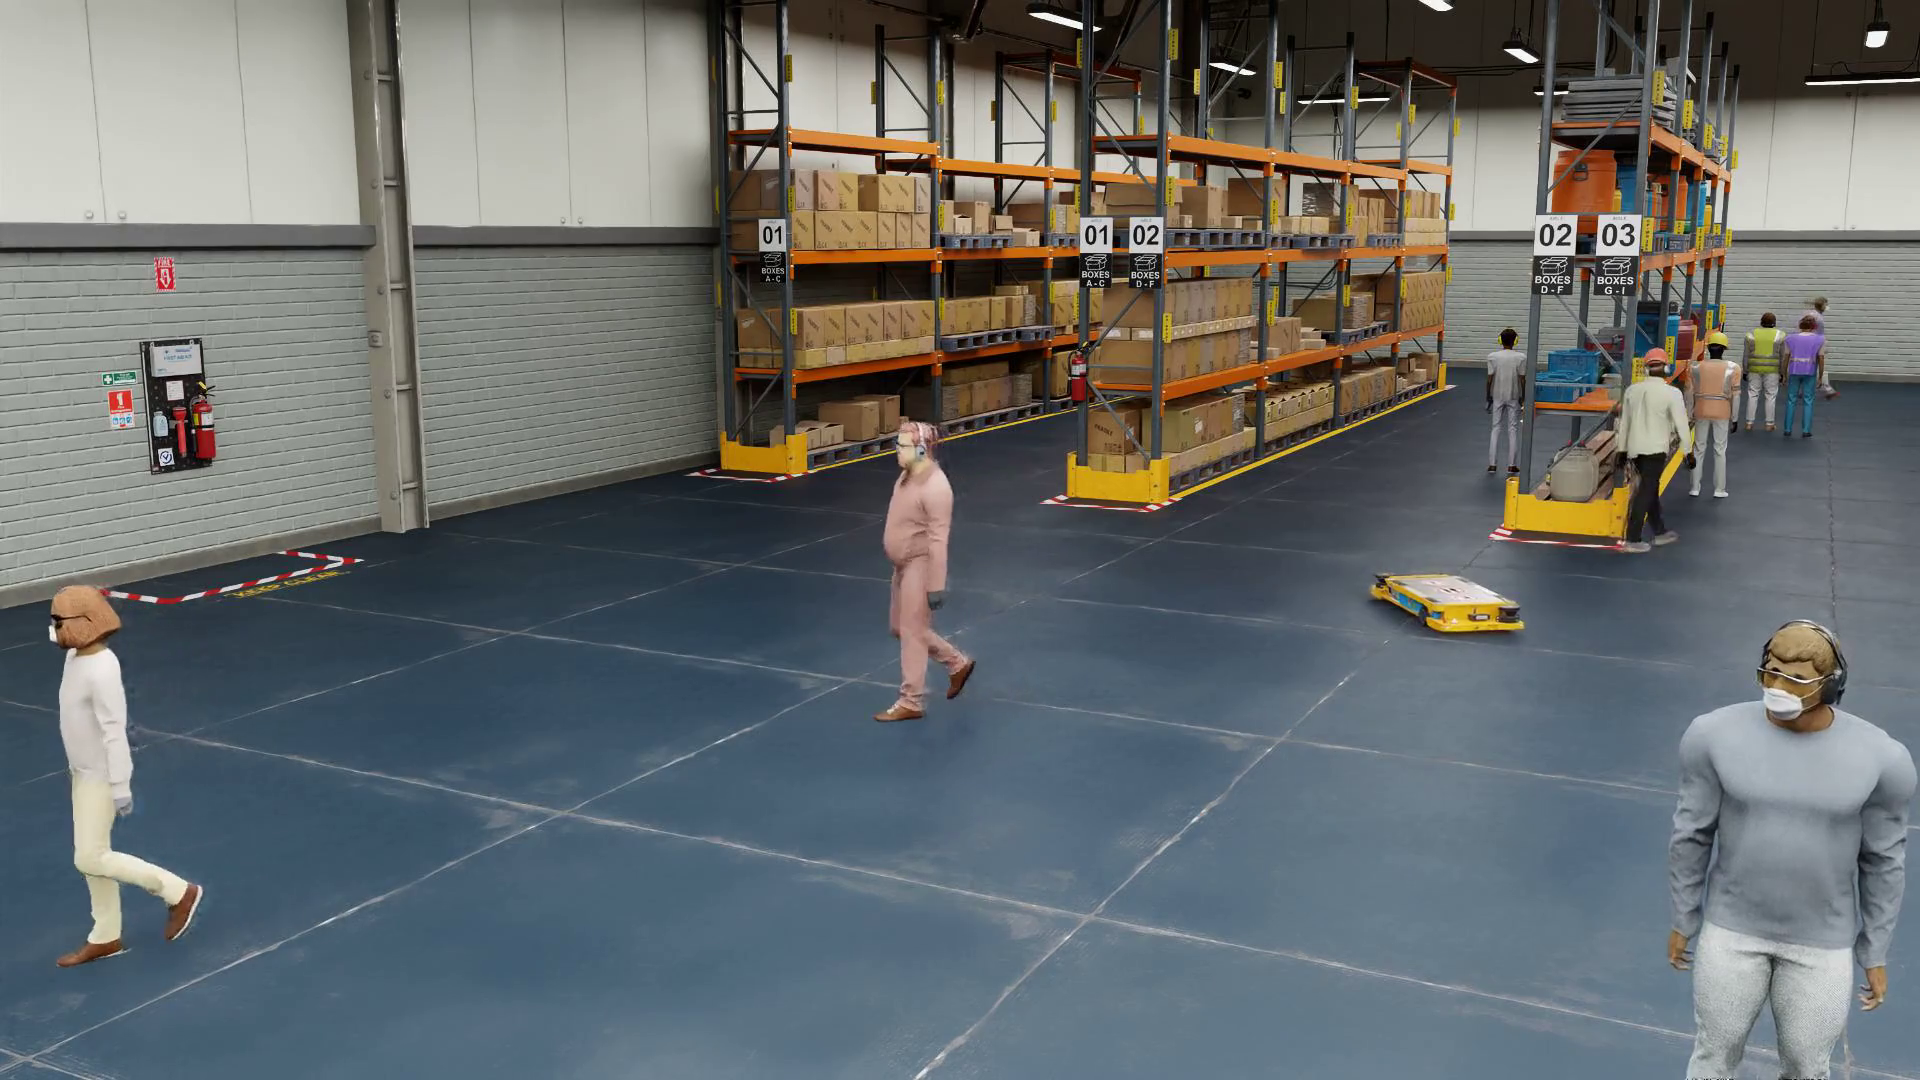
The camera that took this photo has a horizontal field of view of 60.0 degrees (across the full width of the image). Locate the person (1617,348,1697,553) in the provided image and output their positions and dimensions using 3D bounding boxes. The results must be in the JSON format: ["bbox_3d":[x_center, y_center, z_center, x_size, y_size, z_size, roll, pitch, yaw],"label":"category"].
[{"bbox_3d":[6.755,-0.862,16.025,0.941,1.940,0.649,-5,11,-25],"label":"person"}]

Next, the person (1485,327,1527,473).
[{"bbox_3d":[6.990,-1.788,21.290,0.510,1.877,0.328,4,11,22],"label":"person"}]

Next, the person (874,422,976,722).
[{"bbox_3d":[-0.228,0.194,10.429,0.619,1.893,0.659,-3,11,-17],"label":"person"}]

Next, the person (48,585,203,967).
[{"bbox_3d":[-3.541,0.974,6.933,0.477,1.620,0.504,-8,13,-36],"label":"person"}]

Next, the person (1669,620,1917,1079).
[{"bbox_3d":[2.439,1.177,4.958,0.630,1.936,0.369,6,12,28],"label":"person"}]

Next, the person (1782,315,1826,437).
[{"bbox_3d":[12.741,-2.476,25.156,0.564,1.836,0.386,7,12,32],"label":"person"}]

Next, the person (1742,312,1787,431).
[{"bbox_3d":[12.549,-2.625,25.947,0.635,1.840,0.429,7,12,33],"label":"person"}]

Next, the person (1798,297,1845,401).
[{"bbox_3d":[15.908,-3.520,30.680,0.950,1.901,0.635,5,11,24],"label":"person"}]

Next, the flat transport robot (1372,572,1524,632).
[{"bbox_3d":[3.878,0.479,13.304,0.652,0.197,1.431,-1,11,-8],"label":"flat transport robot"}]

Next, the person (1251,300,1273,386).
[{"bbox_3d":[5.222,-3.177,28.692,0.548,1.936,0.378,6,12,29],"label":"person"}]

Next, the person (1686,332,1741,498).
[{"bbox_3d":[8.716,-1.441,19.281,0.584,1.918,0.383,6,12,30],"label":"person"}]
